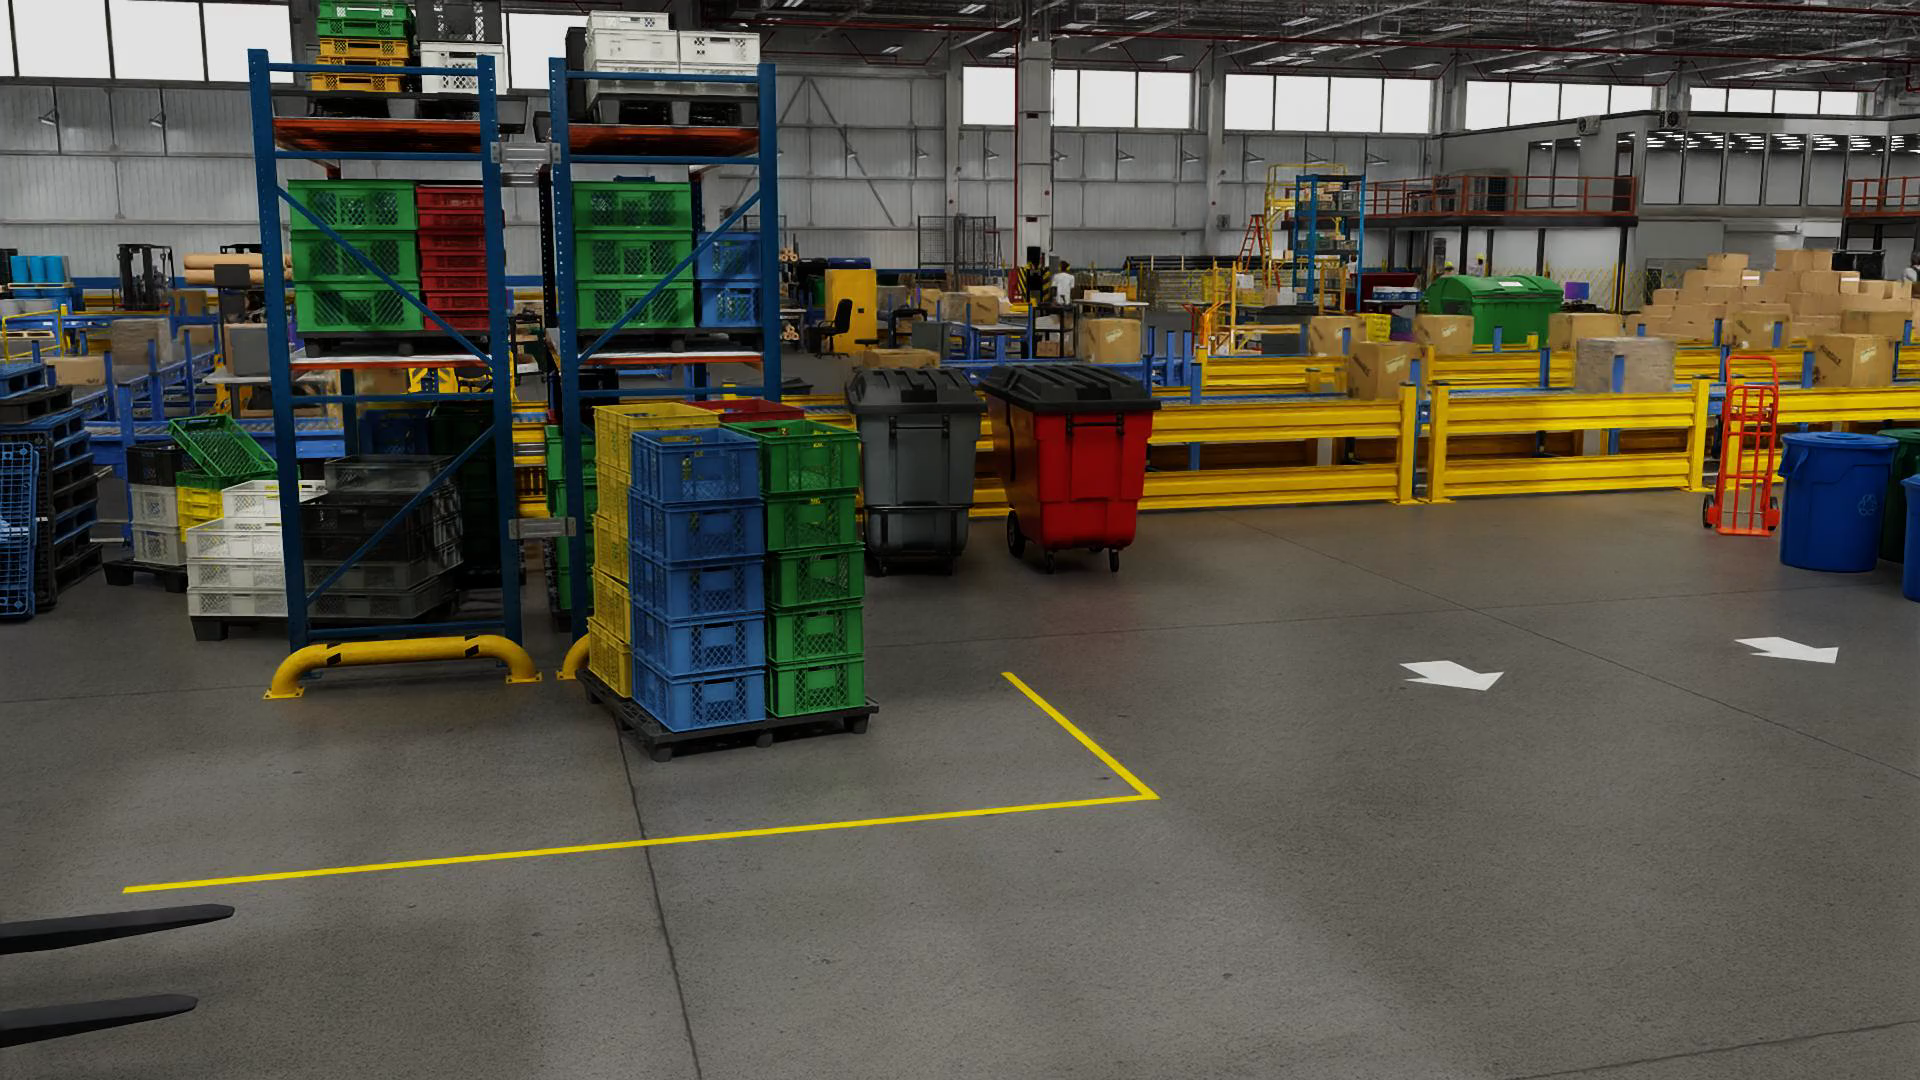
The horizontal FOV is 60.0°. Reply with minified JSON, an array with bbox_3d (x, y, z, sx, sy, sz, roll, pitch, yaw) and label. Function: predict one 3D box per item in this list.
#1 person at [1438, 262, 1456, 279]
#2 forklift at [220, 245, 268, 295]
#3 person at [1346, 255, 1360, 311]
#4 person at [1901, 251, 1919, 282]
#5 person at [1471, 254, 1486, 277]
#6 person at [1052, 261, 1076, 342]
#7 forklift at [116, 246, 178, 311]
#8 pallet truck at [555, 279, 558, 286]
[{"bbox_3d":[12.580,-6.305,42.927,0.532,1.724,0.884,0,10,-2],"label":"person"},{"bbox_3d":[-17.749,-6.334,41.440,1.157,1.987,2.680,-3,10,-17],"label":"forklift"},{"bbox_3d":[12.851,-8.409,54.395,0.573,1.883,0.354,8,13,39],"label":"person"},{"bbox_3d":[22.399,-5.769,38.996,0.691,2.000,0.781,0,10,1],"label":"person"},{"bbox_3d":[17.610,-8.820,56.742,0.599,1.886,0.952,-4,11,-20],"label":"person"},{"bbox_3d":[2.259,-5.124,36.007,0.506,1.807,0.994,5,11,25],"label":"person"},{"bbox_3d":[-19.966,-6.232,40.894,1.157,1.987,2.680,-3,10,-15],"label":"forklift"},{"bbox_3d":[-10.604,-6.375,44.520,0.653,1.274,1.630,-3,10,-15],"label":"pallet truck"}]
